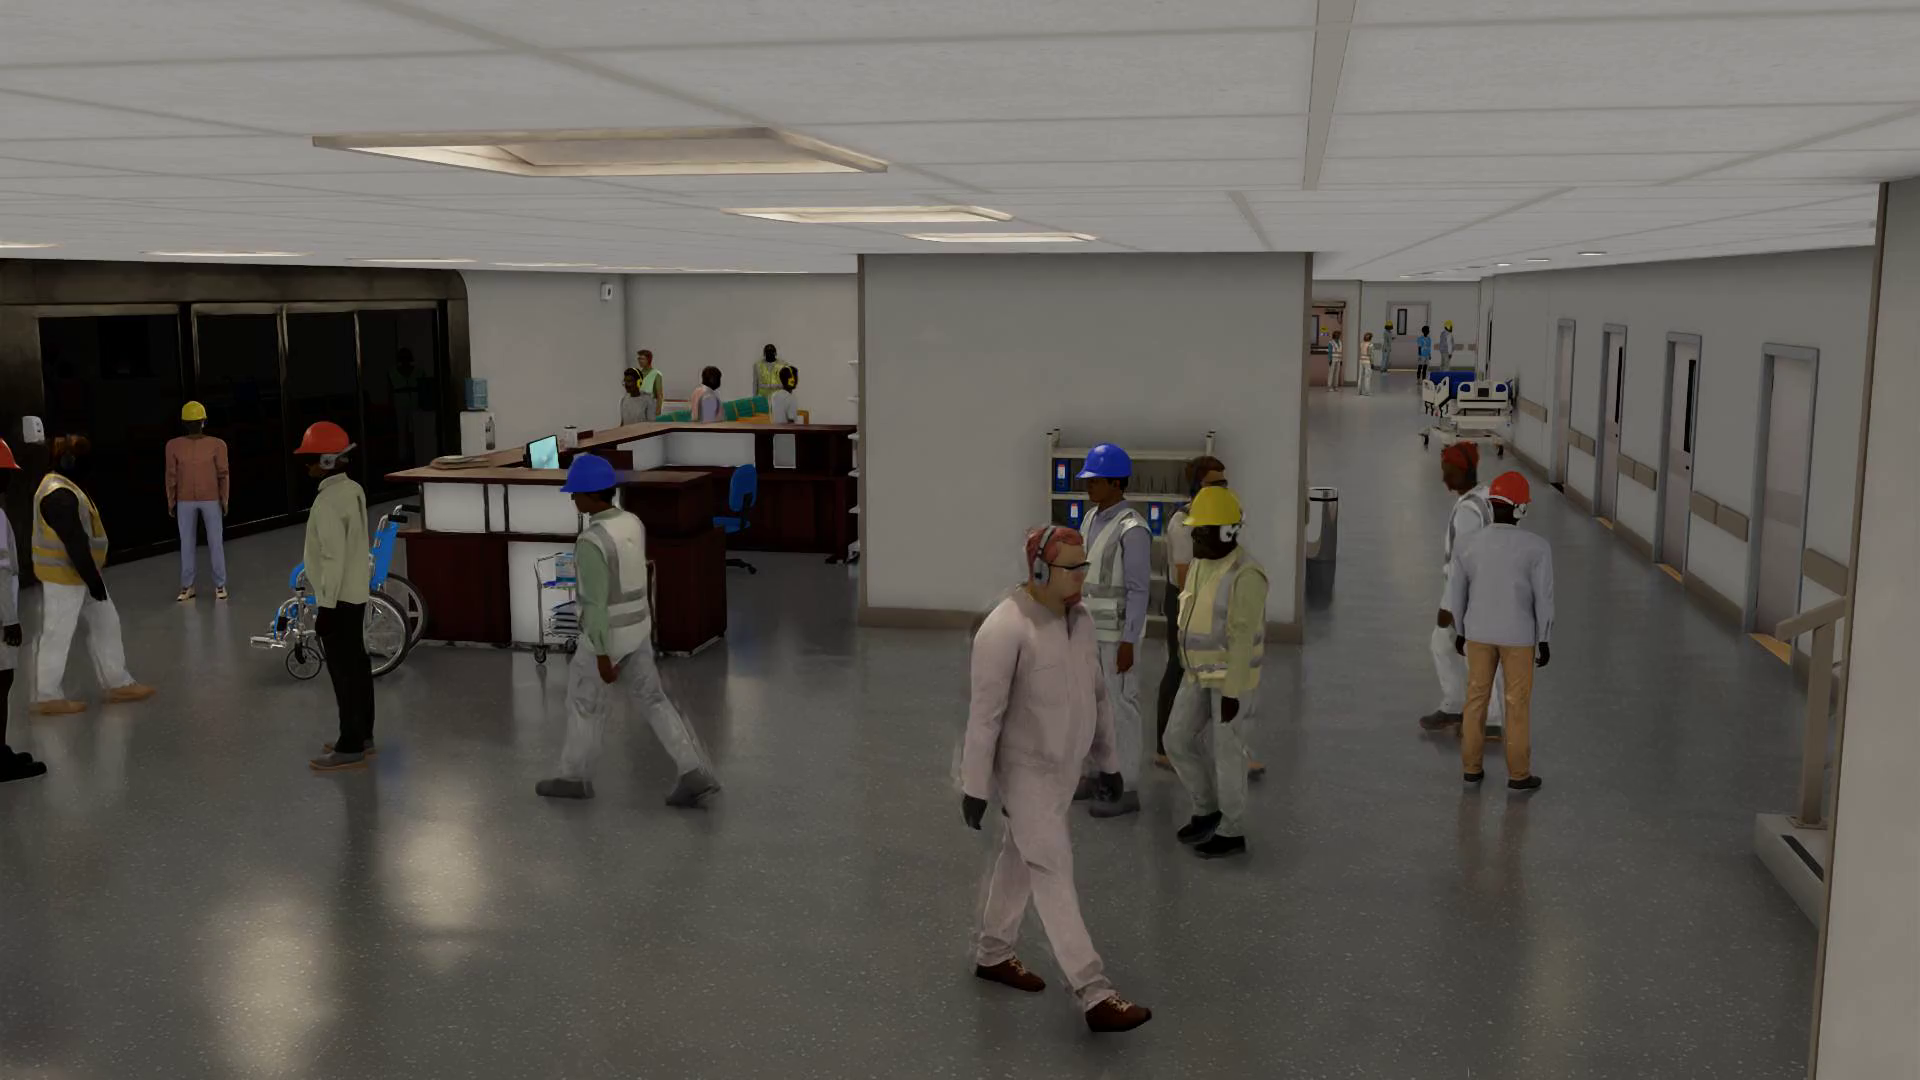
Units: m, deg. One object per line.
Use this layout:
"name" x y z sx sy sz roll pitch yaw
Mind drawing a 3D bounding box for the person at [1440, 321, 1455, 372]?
"person" 14.213 -5.480 48.529 0.404 1.835 0.590 -1 9 -6

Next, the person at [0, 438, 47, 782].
"person" -5.400 0.384 9.314 0.545 1.929 0.390 8 11 41

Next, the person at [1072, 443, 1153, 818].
"person" 0.776 0.463 8.716 0.384 1.948 0.605 -4 9 -24

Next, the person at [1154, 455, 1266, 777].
"person" 1.393 0.446 9.244 0.778 1.815 0.524 7 11 41

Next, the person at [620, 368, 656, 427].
"person" -3.634 -0.996 18.677 0.535 1.864 0.312 5 10 29

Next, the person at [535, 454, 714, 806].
"person" -1.785 0.484 8.765 1.027 1.897 0.613 4 9 22

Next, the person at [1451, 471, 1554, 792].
"person" 2.979 0.497 9.125 0.561 1.753 0.330 7 11 38

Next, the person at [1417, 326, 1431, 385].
"person" 13.367 -5.311 47.864 0.532 1.697 0.319 -6 11 -36

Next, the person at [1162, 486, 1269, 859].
"person" 1.231 0.644 7.981 0.432 1.813 0.595 -4 9 -25

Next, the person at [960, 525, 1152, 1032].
"person" 0.402 0.878 6.235 0.980 1.858 0.672 6 11 36

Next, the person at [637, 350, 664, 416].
"person" -4.668 -1.940 25.014 0.570 1.840 0.373 8 12 44

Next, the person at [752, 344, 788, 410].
"person" -3.176 -2.378 27.974 0.620 1.835 0.431 -1 9 -4

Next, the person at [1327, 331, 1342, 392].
"person" 10.058 -4.788 44.589 0.525 1.637 0.307 -7 11 -38

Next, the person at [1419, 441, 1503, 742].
"person" 3.000 0.322 9.980 0.650 1.845 0.644 4 9 23

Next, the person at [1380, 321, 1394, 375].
"person" 13.735 -6.159 53.377 0.339 1.735 0.482 5 10 32

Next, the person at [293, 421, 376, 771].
"person" -3.573 0.315 9.539 0.387 1.993 0.622 -1 9 -6

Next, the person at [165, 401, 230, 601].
"person" -6.723 -0.343 14.687 0.530 1.768 0.321 -2 9 -16

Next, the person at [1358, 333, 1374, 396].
"person" 10.492 -4.536 42.951 0.318 1.630 0.514 -5 10 -30

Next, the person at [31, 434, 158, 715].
"person" -5.622 0.227 10.758 0.823 1.811 0.640 -3 9 -20
